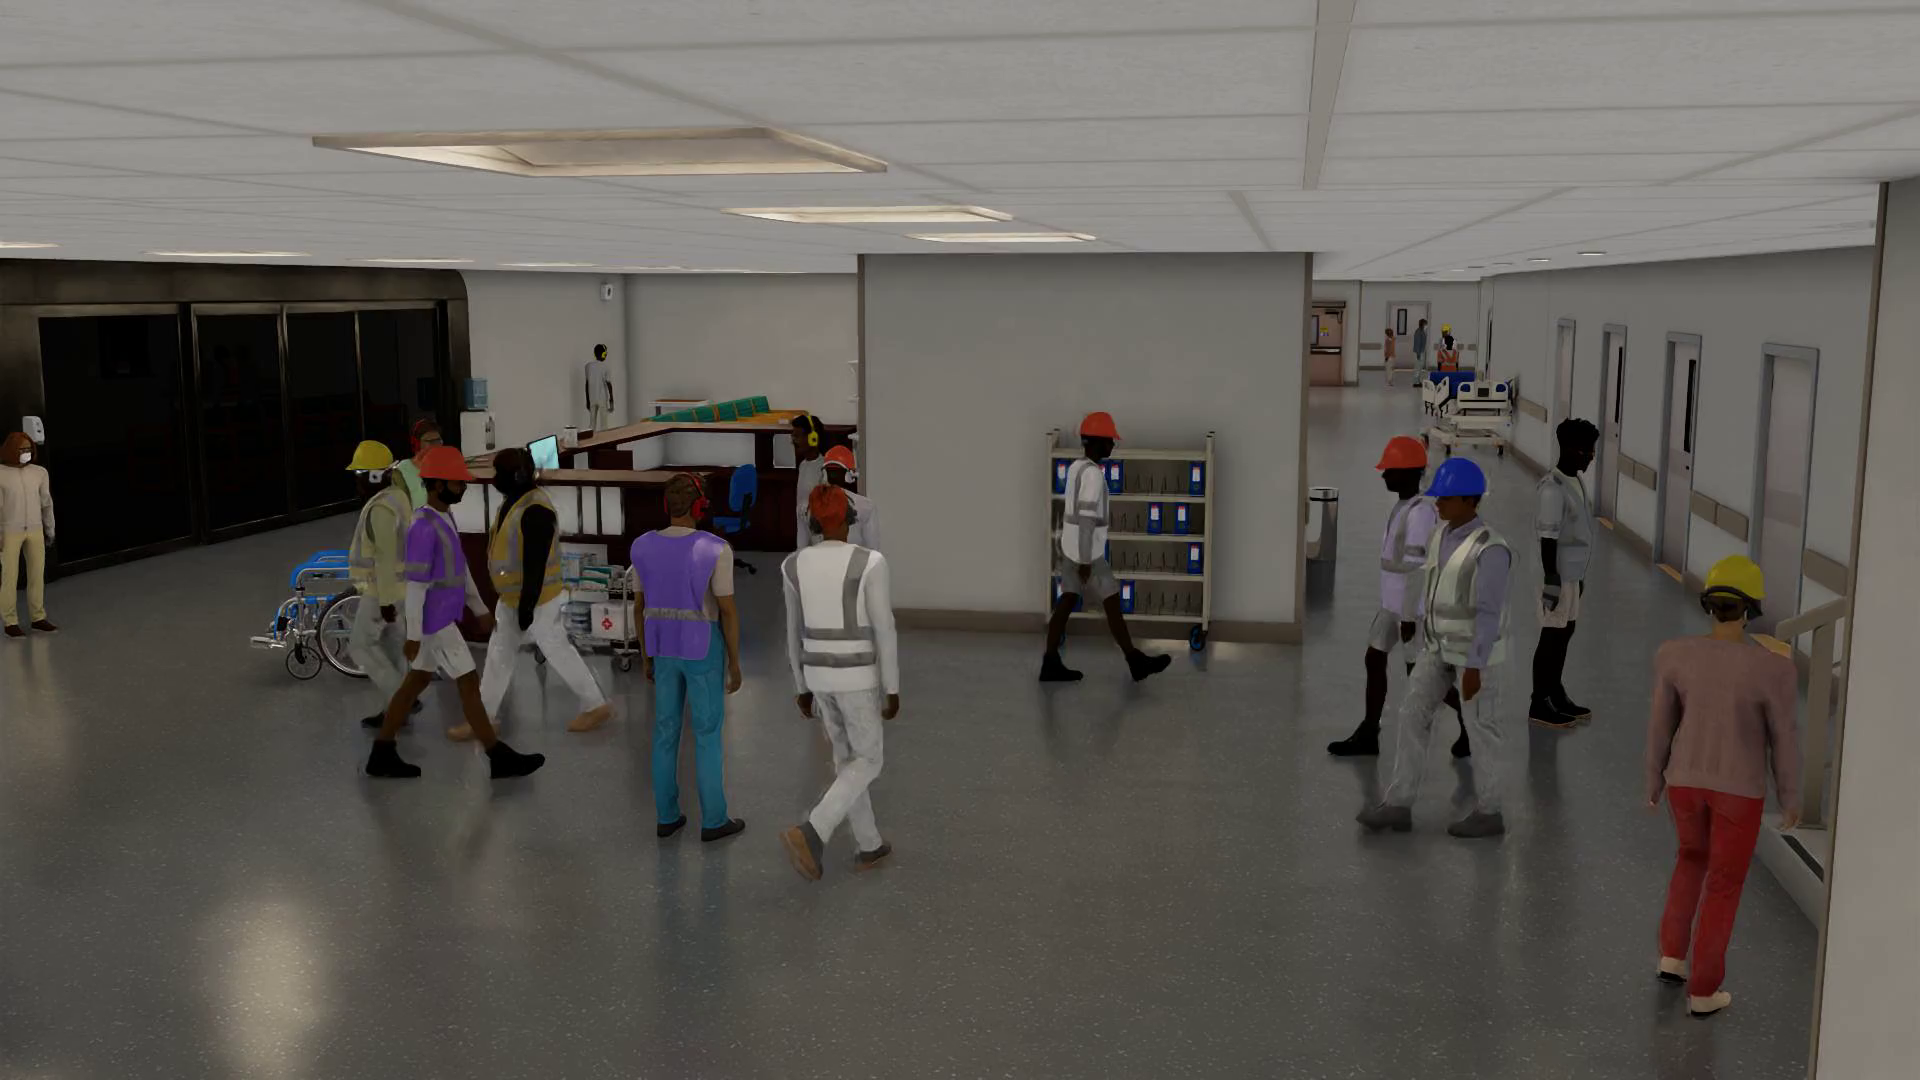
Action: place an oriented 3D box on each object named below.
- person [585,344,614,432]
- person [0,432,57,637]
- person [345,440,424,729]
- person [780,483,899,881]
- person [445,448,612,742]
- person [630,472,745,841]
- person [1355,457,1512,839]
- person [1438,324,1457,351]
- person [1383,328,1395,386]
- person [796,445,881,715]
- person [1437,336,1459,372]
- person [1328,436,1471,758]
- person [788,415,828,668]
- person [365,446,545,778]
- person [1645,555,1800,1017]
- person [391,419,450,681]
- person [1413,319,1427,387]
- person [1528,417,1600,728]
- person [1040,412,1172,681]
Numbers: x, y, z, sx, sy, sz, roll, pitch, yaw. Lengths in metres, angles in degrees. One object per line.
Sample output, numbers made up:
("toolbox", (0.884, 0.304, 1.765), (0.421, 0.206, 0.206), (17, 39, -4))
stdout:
("person", (-5.890, -2.268, 27.163), (0.523, 1.856, 0.336), (3, 9, 19))
("person", (-7.432, -0.049, 13.196), (0.286, 1.627, 0.504), (5, 10, 31))
("person", (-3.571, 0.289, 10.288), (0.422, 1.817, 0.600), (-1, 9, -7))
("person", (-0.606, 0.670, 7.704), (0.618, 1.843, 0.723), (5, 10, 31))
("person", (-2.617, 0.326, 10.152), (0.977, 1.798, 0.646), (-6, 10, -33))
("person", (-1.358, 0.585, 8.257), (0.566, 1.842, 0.389), (3, 9, 18))
("person", (2.364, 0.553, 8.210), (0.856, 1.913, 0.646), (-3, 9, -18))
("person", (12.649, -4.693, 43.307), (0.403, 1.831, 0.595), (-4, 9, -24))
("person", (12.190, -5.183, 47.215), (0.315, 1.636, 0.514), (5, 10, 28))
("person", (-0.767, 0.261, 10.712), (0.562, 1.746, 0.335), (2, 9, 11))
("person", (11.032, -3.764, 37.598), (0.537, 1.696, 0.317), (-2, 9, -10))
("person", (2.656, 0.348, 9.637), (0.892, 1.908, 0.555), (0, 9, 1))
("person", (-1.024, 0.039, 11.843), (0.327, 1.861, 0.544), (-5, 10, -29))
("person", (-2.895, 0.417, 9.267), (0.986, 1.887, 0.548), (-2, 9, -11))
("person", (2.892, 0.928, 6.303), (0.447, 1.753, 0.527), (-7, 11, -39))
("person", (-3.796, 0.061, 11.770), (0.396, 1.841, 0.575), (3, 9, 17))
("person", (12.899, -5.238, 46.631), (0.381, 1.928, 0.634), (4, 9, 25))
("person", (3.782, 0.204, 10.440), (0.389, 1.951, 0.615), (6, 10, 33))
("person", (1.002, 0.062, 11.569), (0.964, 1.887, 0.565), (-2, 9, -10))
